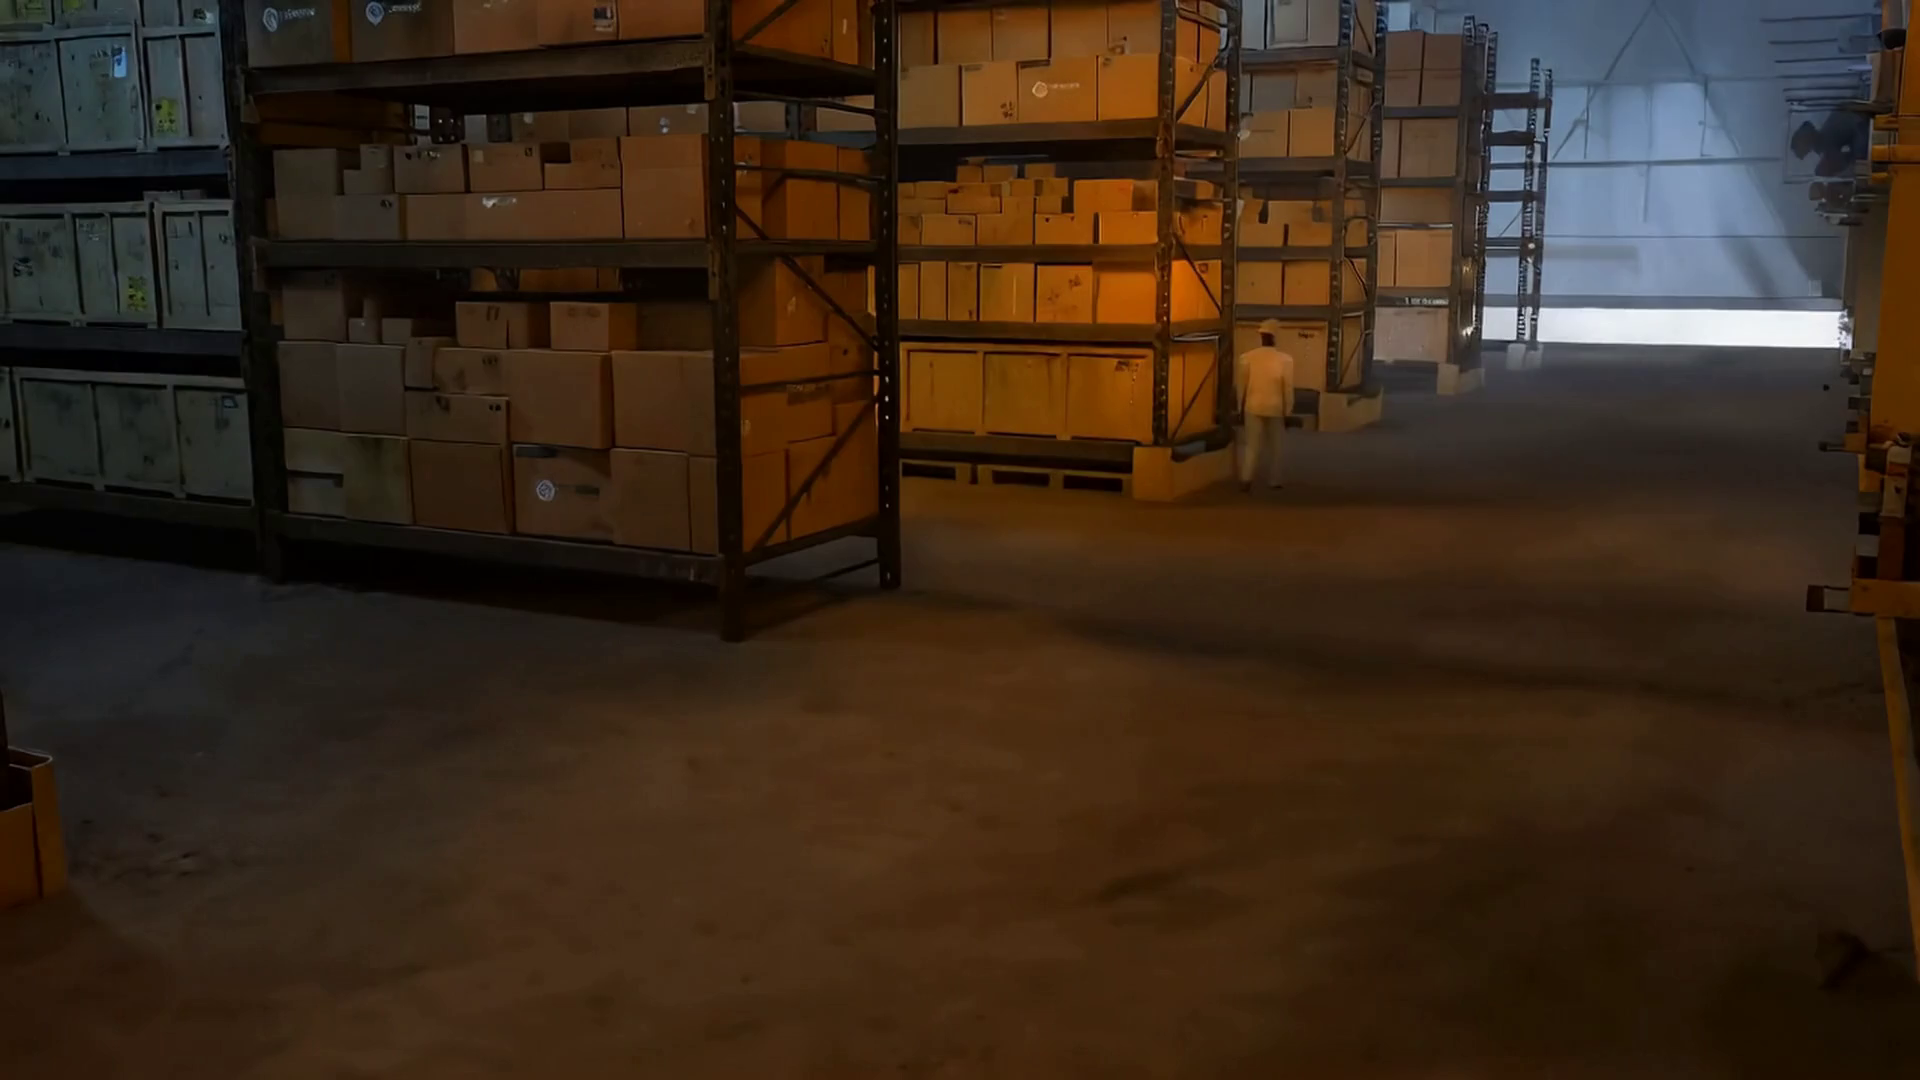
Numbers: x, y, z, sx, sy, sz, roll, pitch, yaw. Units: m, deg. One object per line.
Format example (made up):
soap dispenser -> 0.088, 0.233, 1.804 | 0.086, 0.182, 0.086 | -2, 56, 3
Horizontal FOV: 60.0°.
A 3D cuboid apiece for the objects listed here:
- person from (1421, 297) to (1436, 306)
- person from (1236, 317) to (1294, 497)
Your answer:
person -> 9.331, -4.216, 33.243 | 0.309, 1.641, 0.511 | 8, 13, 40
person -> 2.915, -1.274, 15.971 | 0.568, 1.721, 0.809 | 5, 11, 25
